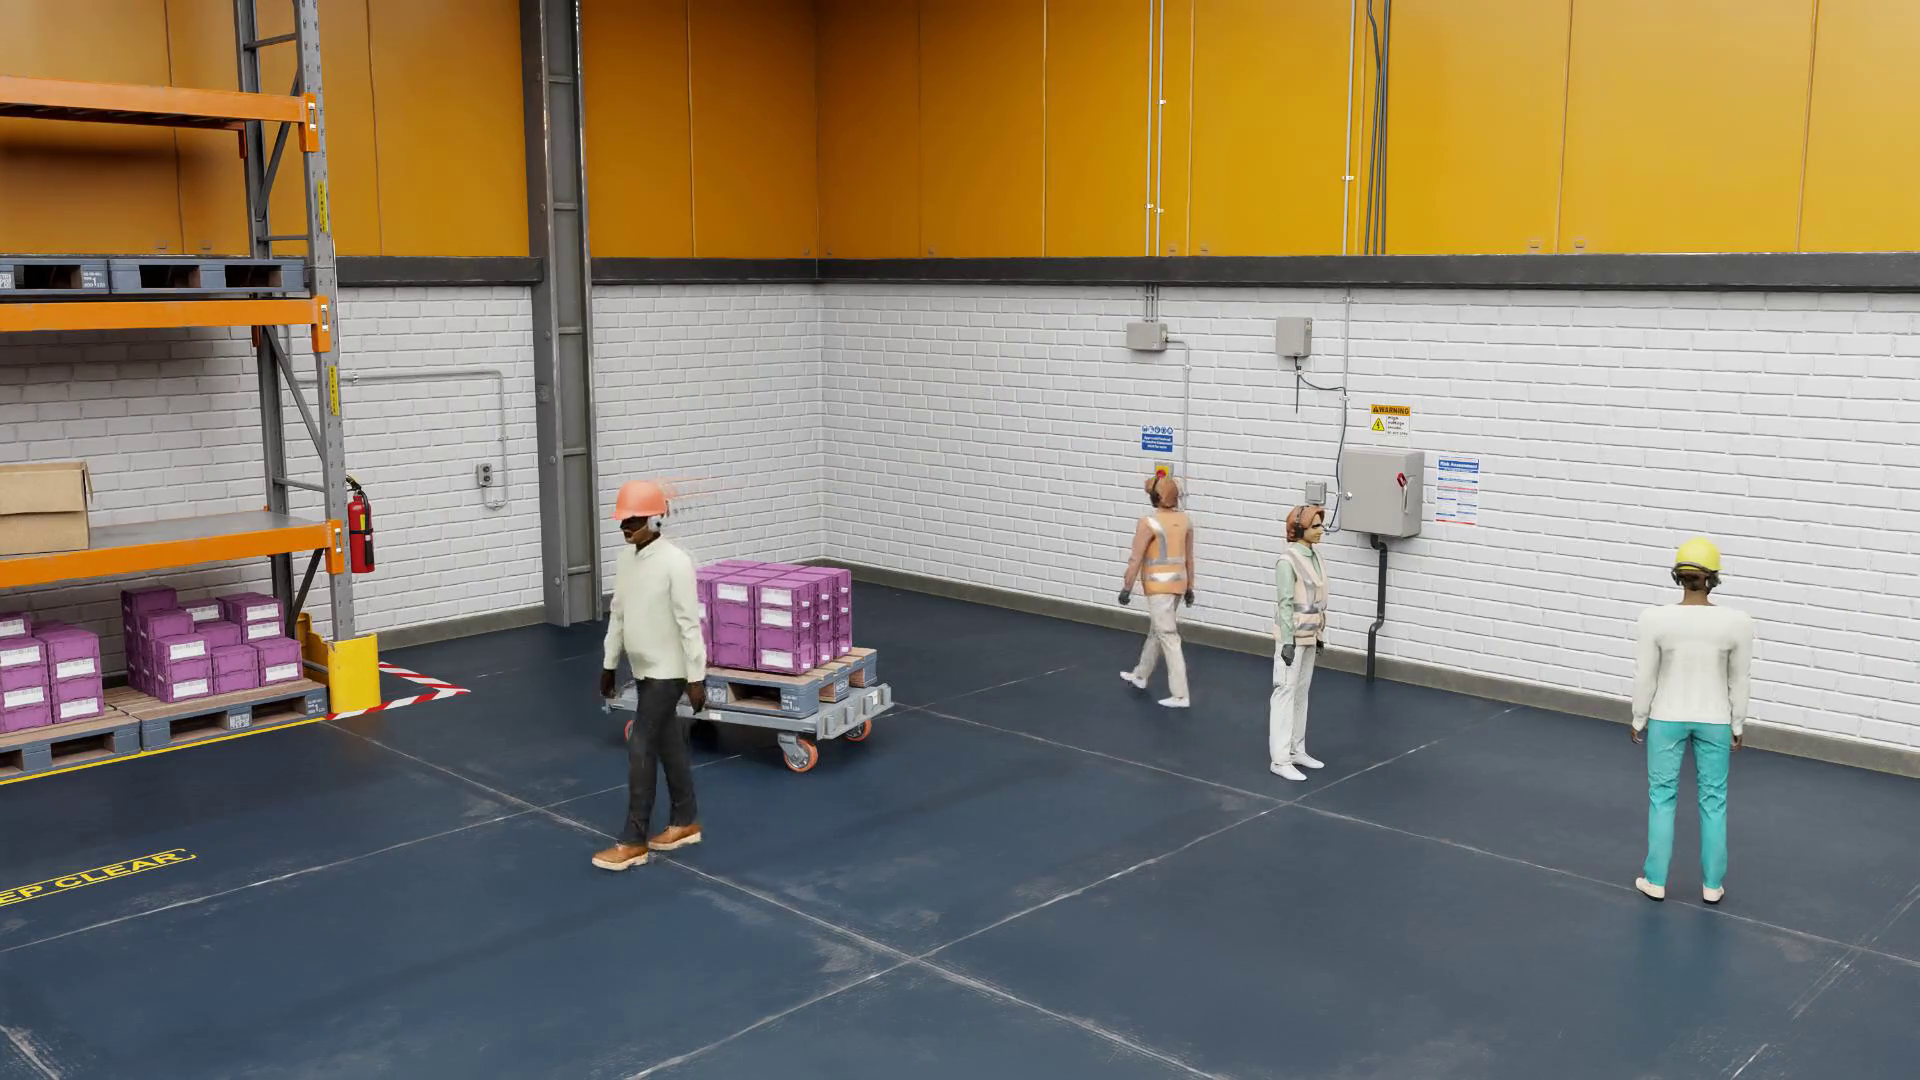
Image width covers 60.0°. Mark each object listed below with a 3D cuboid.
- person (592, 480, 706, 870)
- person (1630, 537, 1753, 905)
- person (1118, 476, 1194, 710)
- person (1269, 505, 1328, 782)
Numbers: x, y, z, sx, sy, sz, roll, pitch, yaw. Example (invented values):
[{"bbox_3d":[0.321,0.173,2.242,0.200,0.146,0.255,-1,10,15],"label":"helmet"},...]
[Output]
[{"bbox_3d":[-1.667,0.679,8.473,0.834,1.964,0.659,-8,12,-39],"label":"person"},{"bbox_3d":[3.482,0.865,7.966,0.526,1.765,0.329,2,10,14],"label":"person"},{"bbox_3d":[1.337,0.351,11.635,0.832,1.599,0.517,9,13,44],"label":"person"},{"bbox_3d":[2.032,0.601,9.961,0.310,1.642,0.514,6,11,33],"label":"person"}]
